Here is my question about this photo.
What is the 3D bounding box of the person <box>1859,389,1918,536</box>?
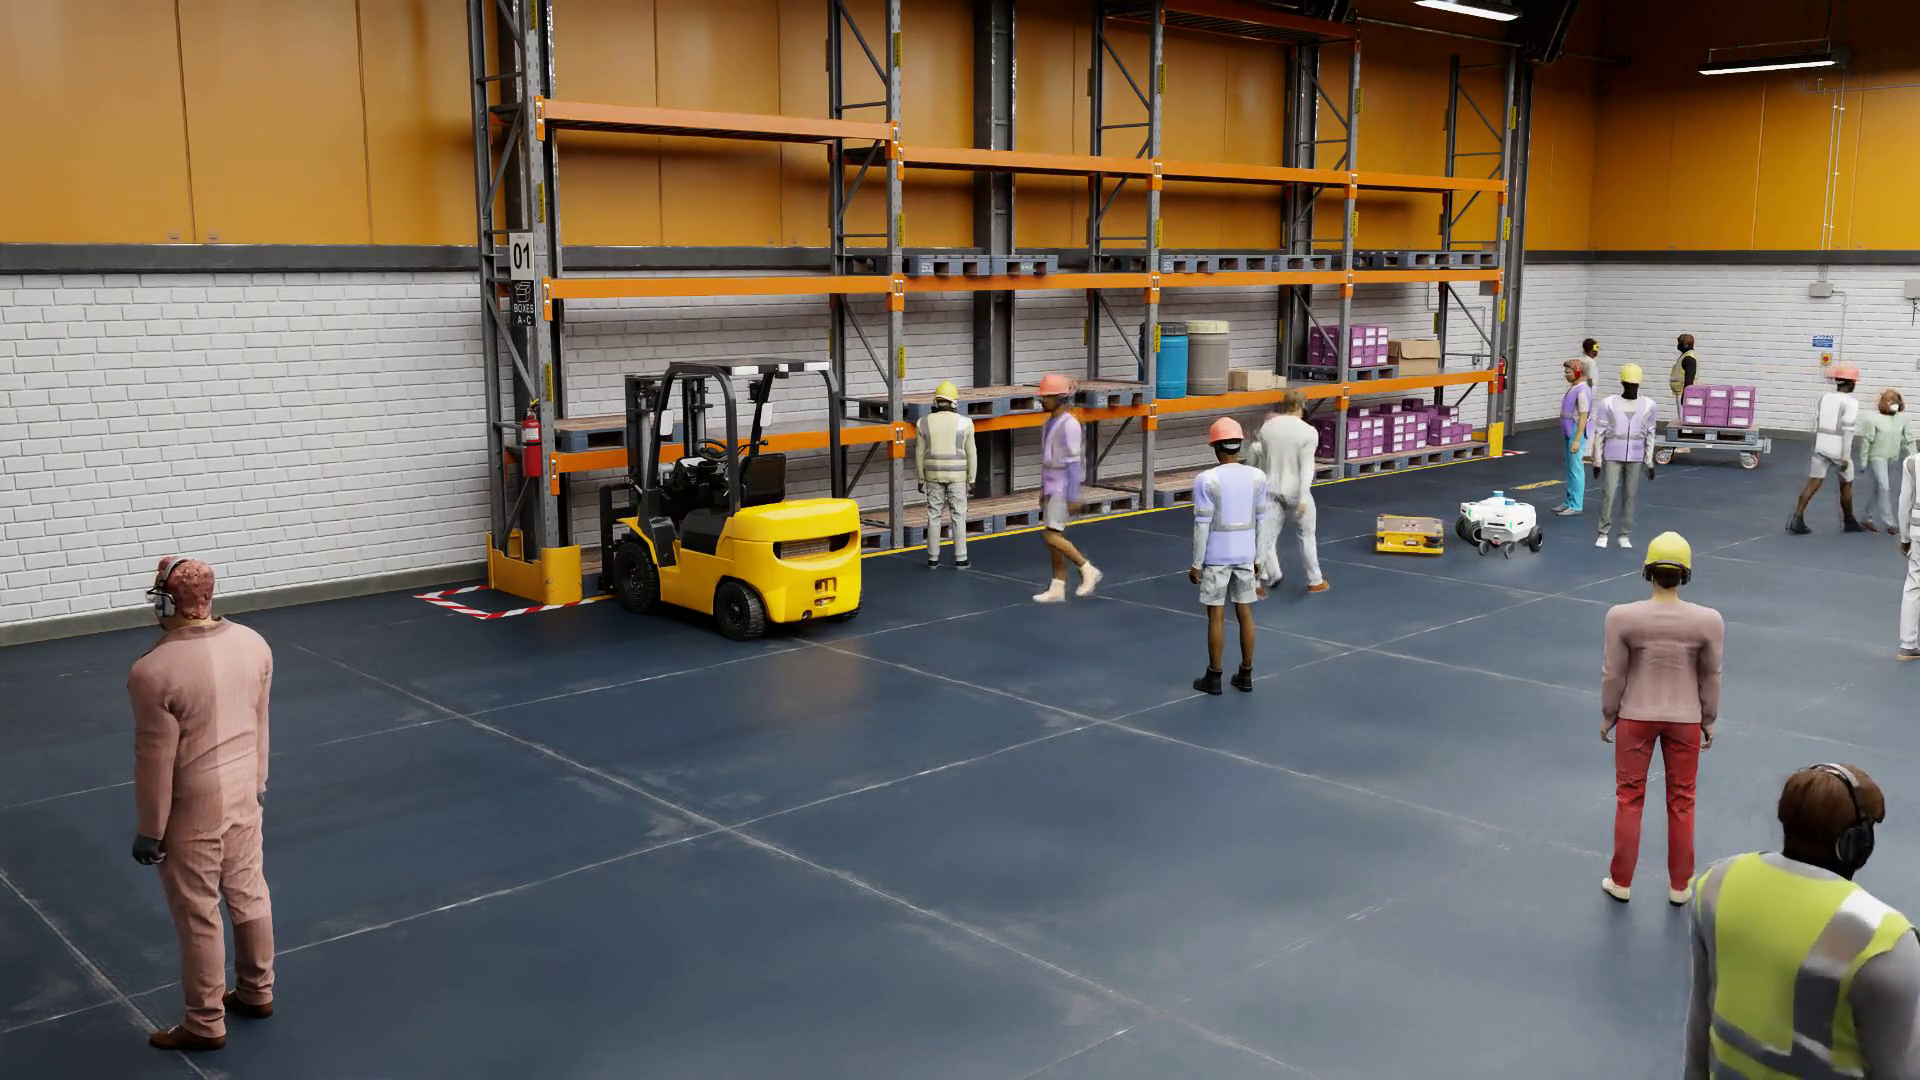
[{"bbox_3d":[10.115,-0.831,18.064,0.516,1.588,0.845,-2,10,-13],"label":"person"}]

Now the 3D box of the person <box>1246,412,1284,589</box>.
[{"bbox_3d":[2.850,-0.371,15.283,0.521,1.613,0.714,-4,10,-20],"label":"person"}]

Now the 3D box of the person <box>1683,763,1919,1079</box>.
[{"bbox_3d":[2.007,1.445,4.122,0.848,1.815,0.633,-3,10,-16],"label":"person"}]

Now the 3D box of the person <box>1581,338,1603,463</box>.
[{"bbox_3d":[9.210,-2.042,24.453,0.554,1.830,0.557,-1,10,-6],"label":"person"}]

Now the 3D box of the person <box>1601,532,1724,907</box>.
[{"bbox_3d":[3.262,0.838,7.775,0.524,1.769,0.308,3,10,14],"label":"person"}]

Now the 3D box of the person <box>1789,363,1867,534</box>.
[{"bbox_3d":[9.509,-0.983,18.155,1.008,1.888,0.561,-4,10,-20],"label":"person"}]

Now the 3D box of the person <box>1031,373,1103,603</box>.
[{"bbox_3d":[0.887,-0.439,14.485,0.531,2.031,0.609,-3,10,-15],"label":"person"}]

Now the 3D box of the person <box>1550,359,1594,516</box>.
[{"bbox_3d":[7.199,-1.195,19.460,0.389,1.839,0.563,2,10,9],"label":"person"}]

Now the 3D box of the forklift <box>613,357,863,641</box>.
[{"bbox_3d":[-1.847,-0.414,13.852,1.214,2.155,2.313,-9,13,-42],"label":"forklift"}]

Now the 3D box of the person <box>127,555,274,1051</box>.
[{"bbox_3d":[-2.930,1.002,6.403,0.410,1.909,0.642,3,10,18],"label":"person"}]

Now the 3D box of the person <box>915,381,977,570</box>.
[{"bbox_3d":[-0.128,-0.617,16.105,0.600,1.829,0.404,1,10,7],"label":"person"}]

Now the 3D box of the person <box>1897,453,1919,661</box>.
[{"bbox_3d":[7.262,-0.003,12.349,0.355,1.887,0.574,-5,11,-28],"label":"person"}]

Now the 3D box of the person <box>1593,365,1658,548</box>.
[{"bbox_3d":[6.908,-0.858,17.283,0.608,1.917,0.421,2,10,9],"label":"person"}]

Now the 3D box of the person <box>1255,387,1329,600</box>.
[{"bbox_3d":[2.888,-0.407,14.749,0.629,1.885,0.978,9,13,43],"label":"person"}]

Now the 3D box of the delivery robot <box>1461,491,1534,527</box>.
[{"bbox_3d":[5.670,-0.273,17.547,0.707,0.478,0.477,1,10,3],"label":"delivery robot"}]

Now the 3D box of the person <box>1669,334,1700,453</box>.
[{"bbox_3d":[11.208,-2.270,25.758,0.429,1.840,0.627,4,10,21],"label":"person"}]

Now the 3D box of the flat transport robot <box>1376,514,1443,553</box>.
[{"bbox_3d":[4.714,-0.074,17.483,0.652,0.197,1.431,2,10,13],"label":"flat transport robot"}]

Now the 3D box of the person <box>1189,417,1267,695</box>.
[{"bbox_3d":[1.843,0.115,11.539,0.543,1.928,0.372,-3,10,-17],"label":"person"}]

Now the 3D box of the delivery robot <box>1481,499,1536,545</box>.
[{"bbox_3d":[5.597,-0.173,16.962,0.477,0.478,0.707,8,12,38],"label":"delivery robot"}]
